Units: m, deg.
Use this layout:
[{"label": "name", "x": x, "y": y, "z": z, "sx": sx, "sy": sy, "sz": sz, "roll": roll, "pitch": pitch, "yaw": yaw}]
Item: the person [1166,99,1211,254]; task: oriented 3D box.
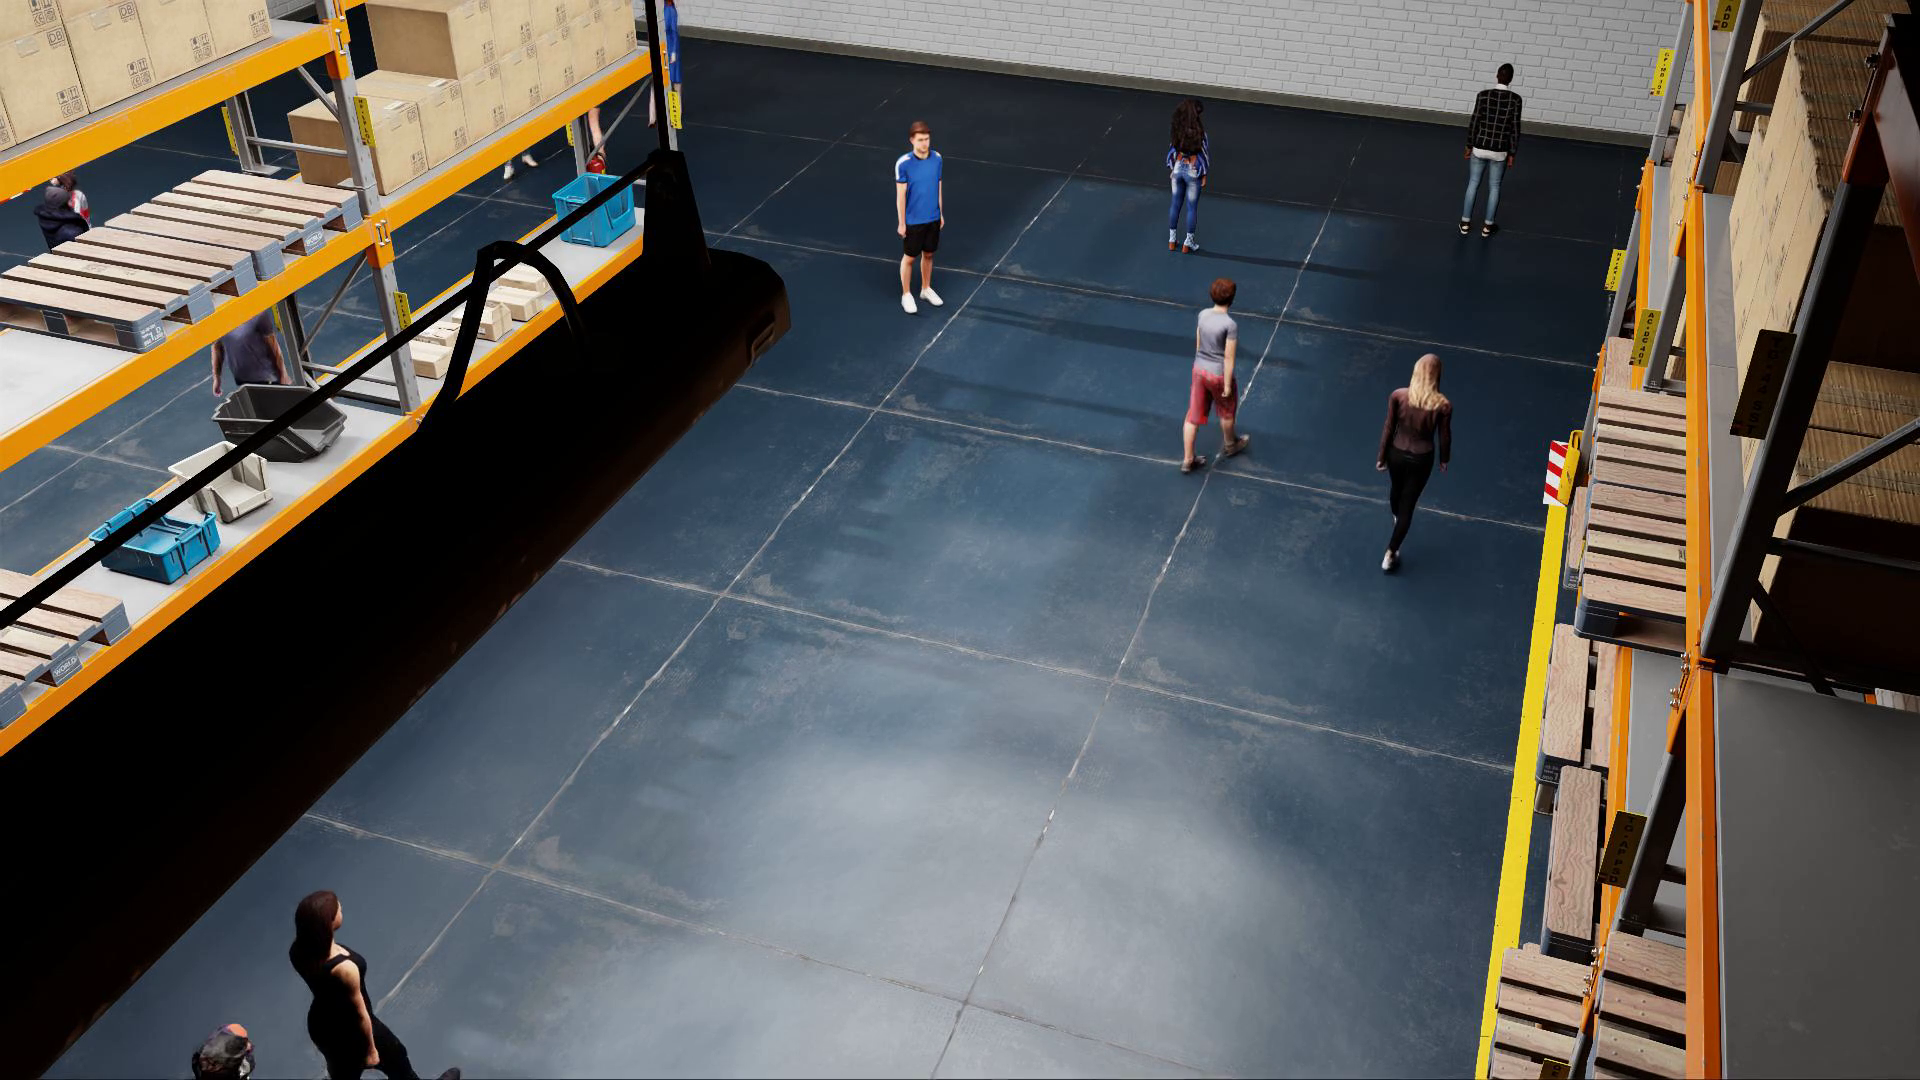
[{"label": "person", "x": 2.342, "y": -3.763, "z": 17.135, "sx": 0.674, "sy": 1.618, "sz": 0.640, "roll": 22, "pitch": 39, "yaw": 29}]

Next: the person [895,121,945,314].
[{"label": "person", "x": -0.379, "y": -3.112, "z": 15.933, "sx": 0.725, "sy": 1.865, "sz": 0.809, "roll": -19, "pitch": 38, "yaw": -26}]

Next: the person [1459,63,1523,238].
[{"label": "person", "x": 5.566, "y": -4.097, "z": 17.454, "sx": 0.676, "sy": 1.820, "sz": 0.540, "roll": 13, "pitch": 36, "yaw": 19}]

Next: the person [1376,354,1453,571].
[{"label": "person", "x": 3.295, "y": -0.533, "z": 12.236, "sx": 0.709, "sy": 1.662, "sz": 1.073, "roll": 15, "pitch": 36, "yaw": 21}]

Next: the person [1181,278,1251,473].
[{"label": "person", "x": 1.982, "y": -1.286, "z": 13.401, "sx": 0.862, "sy": 1.627, "sz": 1.065, "roll": 29, "pitch": 43, "yaw": 36}]

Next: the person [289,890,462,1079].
[{"label": "person", "x": -2.952, "y": 2.365, "z": 7.878, "sx": 0.746, "sy": 1.659, "sz": 1.017, "roll": 20, "pitch": 39, "yaw": 27}]

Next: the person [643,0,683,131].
[{"label": "person", "x": -3.548, "y": -5.928, "z": 20.251, "sx": 0.708, "sy": 1.774, "sz": 1.178, "roll": 8, "pitch": 34, "yaw": 12}]

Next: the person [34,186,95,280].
[{"label": "person", "x": -7.957, "y": -2.389, "z": 15.019, "sx": 0.712, "sy": 1.673, "sz": 0.692, "roll": 18, "pitch": 37, "yaw": 24}]
